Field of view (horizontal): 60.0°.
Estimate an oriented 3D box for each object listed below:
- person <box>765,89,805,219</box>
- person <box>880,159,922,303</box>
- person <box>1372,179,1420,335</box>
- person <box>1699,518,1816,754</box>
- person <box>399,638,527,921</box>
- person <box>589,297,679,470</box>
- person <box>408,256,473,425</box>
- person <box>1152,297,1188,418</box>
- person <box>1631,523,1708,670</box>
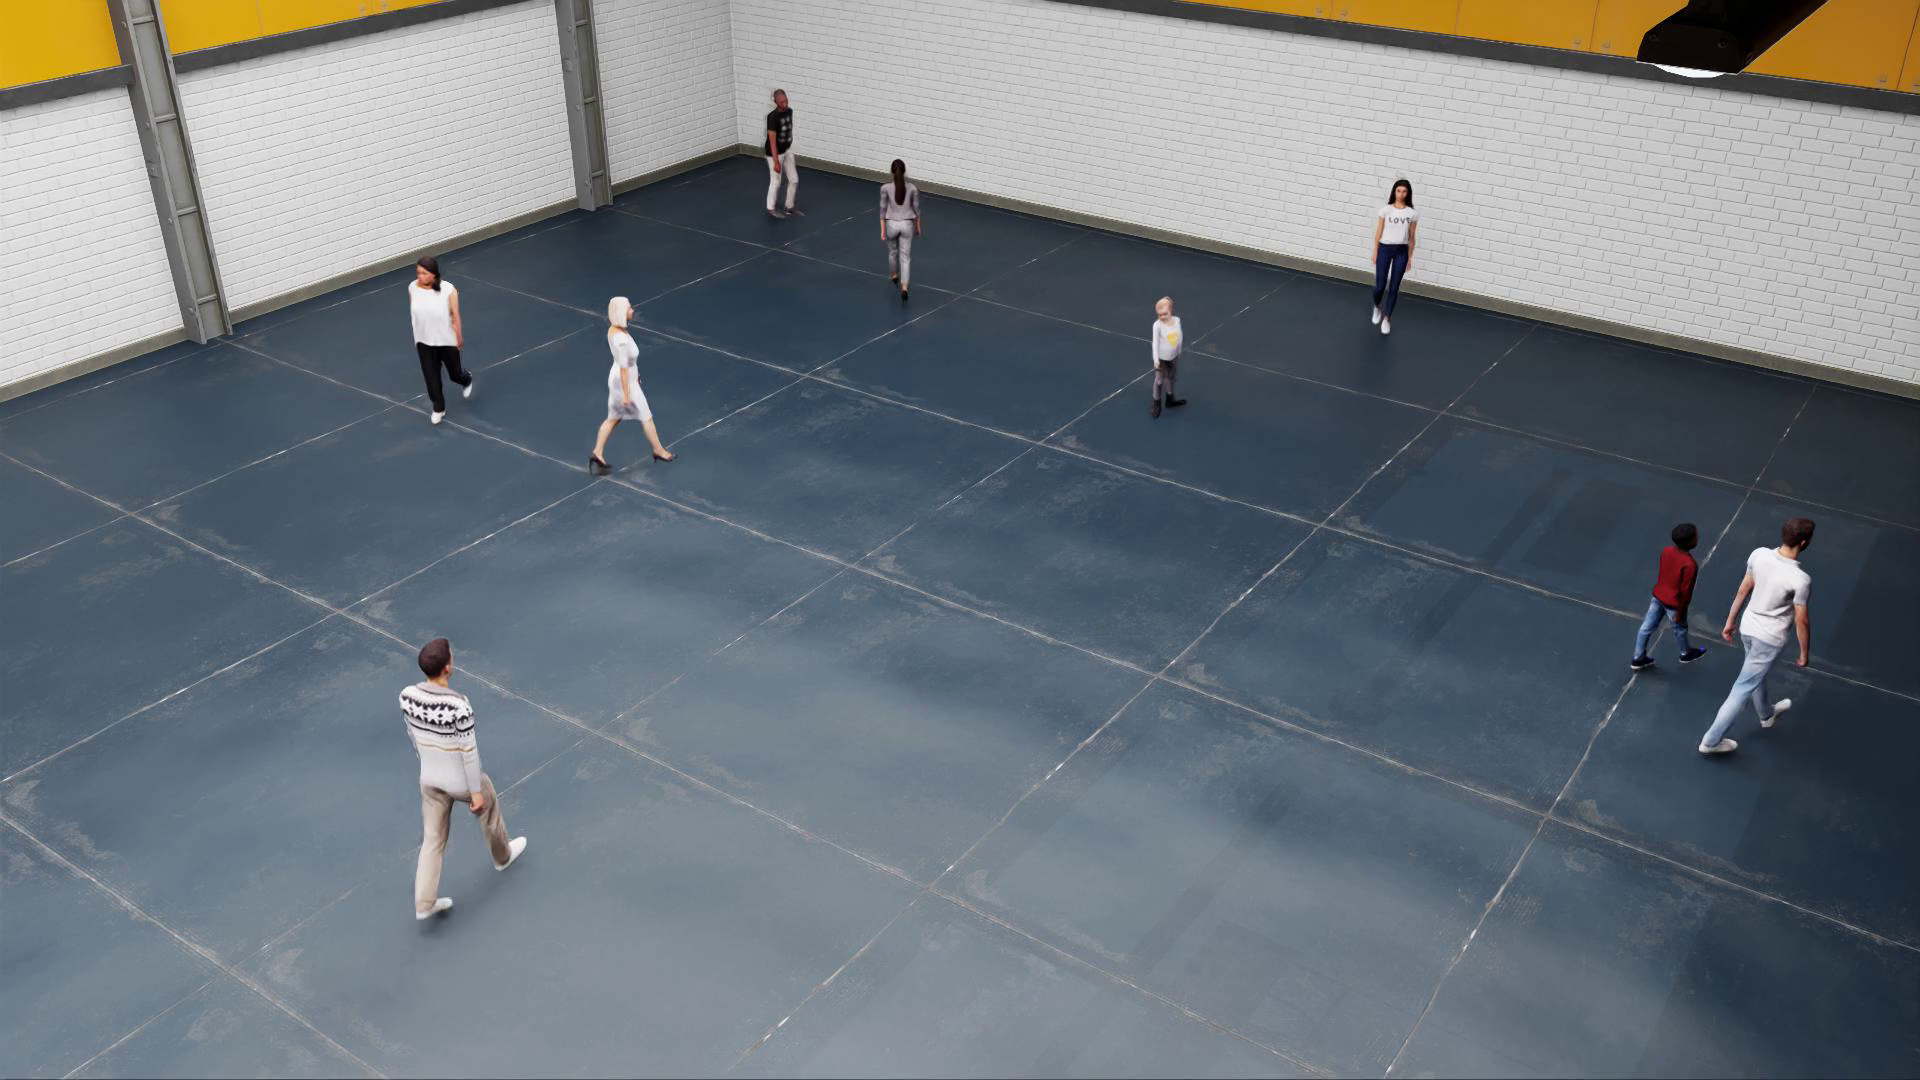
[{"bbox_3d":[-2.452,-5.173,22.311,0.730,1.764,0.699,14,32,25],"label":"person"},{"bbox_3d":[-0.703,-3.592,19.554,1.057,1.630,1.191,-1,29,-2],"label":"person"},{"bbox_3d":[4.869,-3.220,18.733,0.716,1.763,0.767,3,29,6],"label":"person"},{"bbox_3d":[5.466,0.707,11.488,1.235,1.807,1.092,-10,30,-18],"label":"person"},{"bbox_3d":[-3.135,1.476,10.052,0.907,1.830,1.248,10,30,18],"label":"person"},{"bbox_3d":[-3.205,-1.416,15.482,1.149,1.709,0.929,-13,31,-22],"label":"person"},{"bbox_3d":[-5.218,-2.044,16.673,0.891,1.670,1.032,4,29,7],"label":"person"},{"bbox_3d":[2.097,-1.868,16.782,0.608,1.257,0.778,-21,35,-34],"label":"person"},{"bbox_3d":[5.307,0.454,12.551,0.899,1.231,0.776,-10,30,-18],"label":"person"}]
